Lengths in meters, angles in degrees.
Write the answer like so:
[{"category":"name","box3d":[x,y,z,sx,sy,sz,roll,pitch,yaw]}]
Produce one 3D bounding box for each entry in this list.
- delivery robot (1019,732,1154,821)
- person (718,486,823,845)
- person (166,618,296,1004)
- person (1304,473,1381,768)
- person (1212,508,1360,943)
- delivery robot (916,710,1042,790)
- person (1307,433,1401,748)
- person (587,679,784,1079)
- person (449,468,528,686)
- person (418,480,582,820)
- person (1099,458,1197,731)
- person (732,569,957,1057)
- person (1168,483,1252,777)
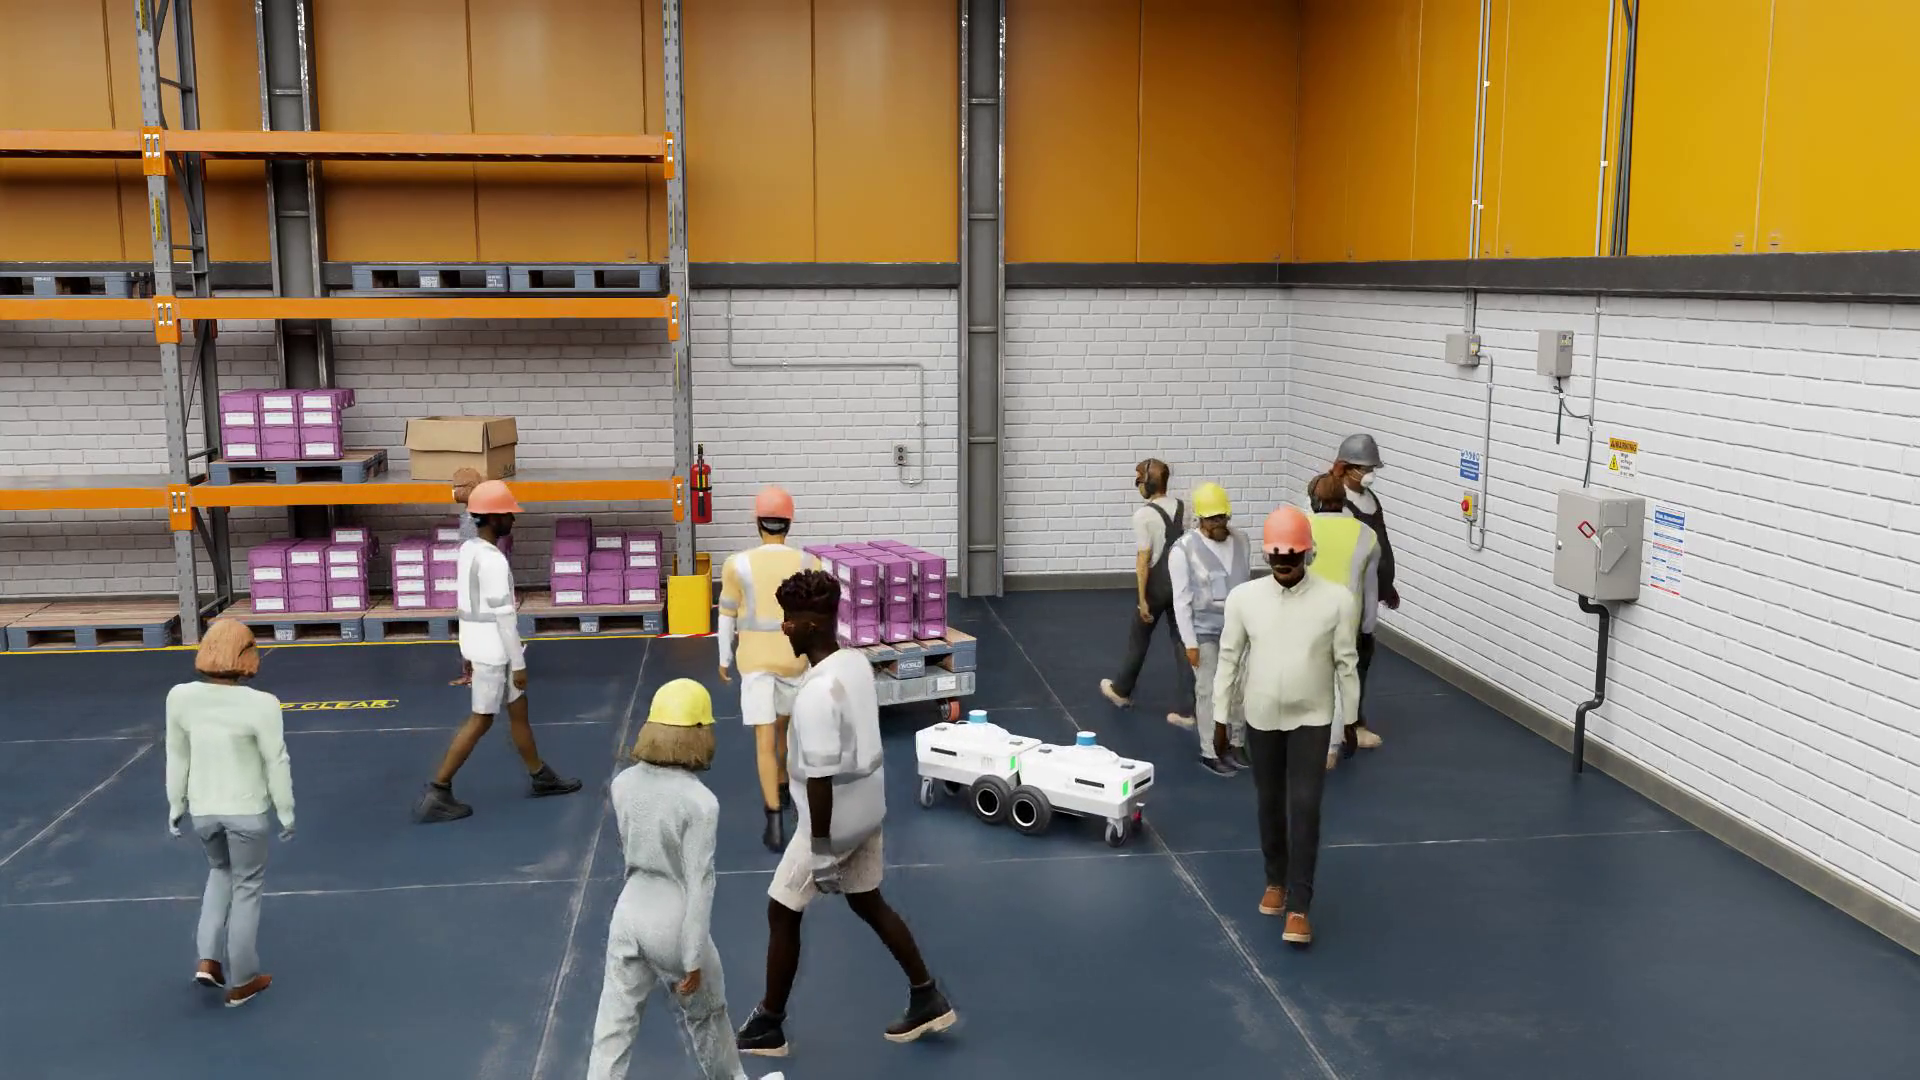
[{"category":"delivery robot","box3d":[0.680,1.279,8.971,0.707,0.478,0.477,6,11,34]},{"category":"person","box3d":[-1.014,0.656,9.049,0.551,1.890,0.989,-3,10,-17]},{"category":"person","box3d":[-3.013,1.120,6.922,0.536,1.619,0.338,1,9,9]},{"category":"person","box3d":[2.218,0.510,10.095,0.646,1.828,0.486,1,9,4]},{"category":"person","box3d":[1.467,0.840,7.608,0.662,1.958,0.862,3,10,19]},{"category":"delivery robot","box3d":[0.101,1.207,9.417,0.707,0.478,0.477,6,11,34]},{"category":"person","box3d":[2.602,0.305,10.720,0.702,2.000,0.688,6,11,35]},{"category":"person","box3d":[-0.976,1.302,5.586,0.505,1.673,0.931,5,11,31]},{"category":"person","box3d":[-3.515,0.267,12.242,0.479,1.617,0.522,-2,9,-11]},{"category":"person","box3d":[-2.636,0.603,9.338,0.965,1.893,0.559,-5,10,-29]},{"category":"person","box3d":[1.308,0.338,11.259,0.530,1.787,0.984,-5,10,-29]},{"category":"person","box3d":[-0.463,1.064,6.421,0.883,1.921,0.611,3,10,18]},{"category":"person","box3d":[1.539,0.545,9.950,0.604,1.810,0.431,-5,10,-27]}]
